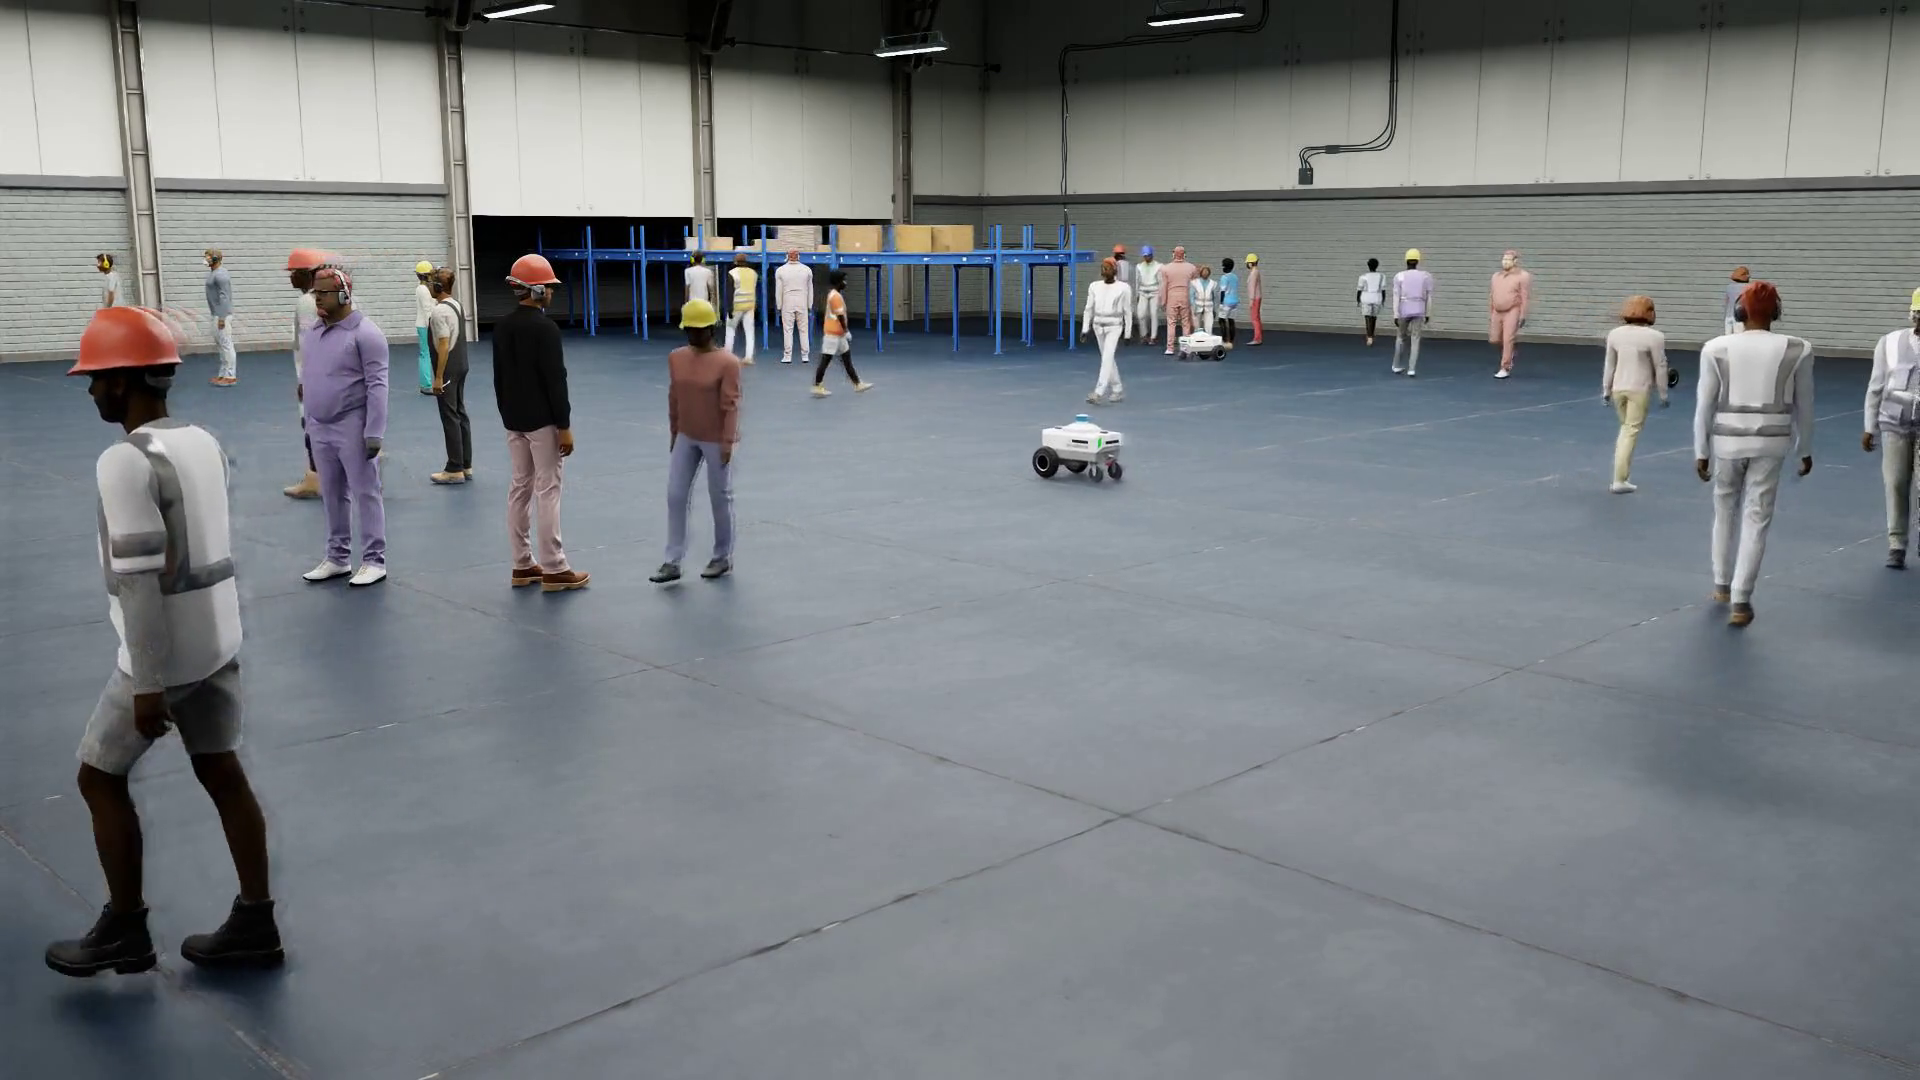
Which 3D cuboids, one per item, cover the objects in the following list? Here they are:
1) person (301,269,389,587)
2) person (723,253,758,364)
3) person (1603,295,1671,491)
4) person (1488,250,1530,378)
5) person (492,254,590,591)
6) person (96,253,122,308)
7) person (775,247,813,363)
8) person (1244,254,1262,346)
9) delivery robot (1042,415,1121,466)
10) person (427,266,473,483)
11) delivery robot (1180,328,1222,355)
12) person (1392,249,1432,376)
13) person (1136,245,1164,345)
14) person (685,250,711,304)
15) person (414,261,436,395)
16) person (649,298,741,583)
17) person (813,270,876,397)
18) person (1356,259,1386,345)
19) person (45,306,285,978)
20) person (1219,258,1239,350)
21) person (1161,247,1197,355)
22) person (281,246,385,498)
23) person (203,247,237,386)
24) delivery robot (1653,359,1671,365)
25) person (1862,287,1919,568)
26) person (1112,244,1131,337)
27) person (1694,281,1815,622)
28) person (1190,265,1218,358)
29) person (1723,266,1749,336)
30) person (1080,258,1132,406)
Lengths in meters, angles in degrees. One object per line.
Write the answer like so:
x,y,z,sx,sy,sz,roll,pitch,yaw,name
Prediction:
-3.762,-0.680,10.105,0.639,1.908,0.409,5,12,27,person
-3.679,-3.832,27.568,0.637,1.804,0.863,-8,13,-38,person
5.627,-1.215,13.798,0.550,1.614,0.518,-6,12,-31,person
8.195,-3.375,24.844,0.563,1.890,0.650,-9,13,-39,person
-2.539,-0.705,9.991,0.611,1.996,0.379,8,13,38,person
-13.206,-3.542,25.932,0.823,1.855,0.544,-9,14,-40,person
-2.762,-3.901,27.666,0.642,1.909,0.410,-3,11,-18,person
5.674,-4.655,32.212,0.378,1.756,0.537,3,11,16,person
1.067,-0.859,14.619,0.707,0.478,0.477,10,14,43,delivery robot
-4.410,-1.422,14.316,0.332,1.844,0.517,1,10,3,person
4.091,-3.356,28.246,0.707,0.478,0.477,-5,12,-26,delivery robot
6.833,-3.452,25.264,0.598,1.890,0.906,1,10,6,person
3.661,-4.718,32.093,0.625,1.920,0.564,4,11,23,person
-4.594,-4.125,29.020,0.561,1.854,0.396,-7,12,-32,person
-7.099,-2.828,22.188,0.302,1.772,0.530,-5,11,-24,person
-1.598,-0.589,10.064,0.541,1.724,0.778,4,11,22,person
-1.553,-2.721,21.911,0.870,1.654,0.540,-1,10,-4,person
7.965,-4.615,32.258,0.547,1.648,0.866,0,10,1,person
-2.333,0.306,4.708,0.771,1.907,0.585,1,10,3,person
4.974,-4.379,30.874,0.316,1.690,0.542,9,14,40,person
3.879,-4.239,29.514,0.639,1.908,0.409,0,10,2,person
-5.095,-1.343,13.386,0.742,2.027,0.613,-2,11,-10,person
-10.470,-3.155,23.512,0.370,1.940,0.630,-7,12,-33,person
9.632,-2.574,23.272,0.698,0.223,0.335,-5,11,-24,delivery robot
6.099,-0.731,10.613,0.601,1.815,0.429,8,13,36,person
3.368,-5.201,34.720,0.551,1.918,0.519,-10,14,-43,person
4.441,-0.510,9.308,0.590,1.849,0.858,6,12,30,person
4.265,-4.019,29.191,0.506,1.602,0.842,0,10,1,person
11.985,-3.398,25.664,0.285,1.633,0.501,-3,11,-16,person
1.861,-2.629,20.964,0.570,1.831,1.010,7,13,35,person
